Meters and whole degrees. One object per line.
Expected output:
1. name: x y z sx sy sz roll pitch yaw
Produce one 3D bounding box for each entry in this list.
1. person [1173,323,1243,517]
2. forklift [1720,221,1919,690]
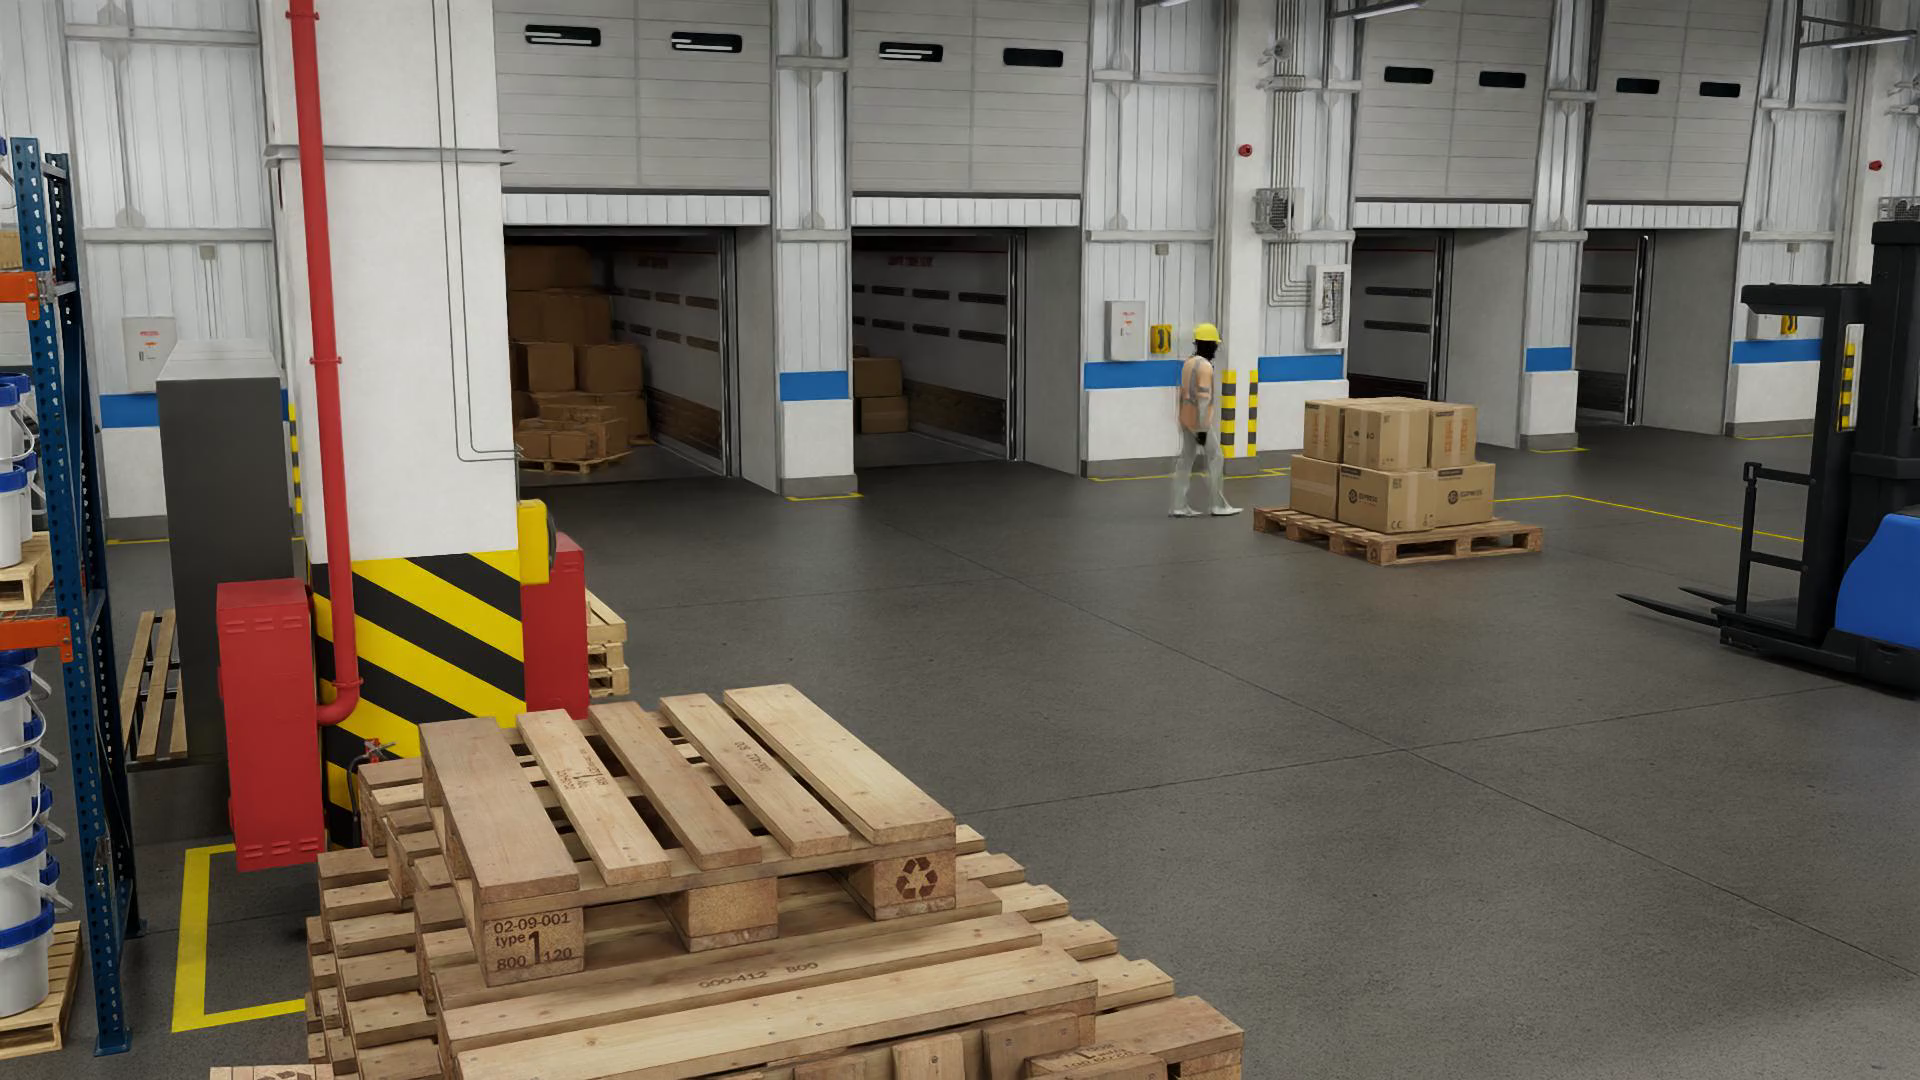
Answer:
1. person: 2.446 -1.159 16.263 0.804 1.897 0.621 -2 11 -13
2. forklift: 5.949 -0.550 10.218 1.129 2.768 1.873 -4 11 -23
